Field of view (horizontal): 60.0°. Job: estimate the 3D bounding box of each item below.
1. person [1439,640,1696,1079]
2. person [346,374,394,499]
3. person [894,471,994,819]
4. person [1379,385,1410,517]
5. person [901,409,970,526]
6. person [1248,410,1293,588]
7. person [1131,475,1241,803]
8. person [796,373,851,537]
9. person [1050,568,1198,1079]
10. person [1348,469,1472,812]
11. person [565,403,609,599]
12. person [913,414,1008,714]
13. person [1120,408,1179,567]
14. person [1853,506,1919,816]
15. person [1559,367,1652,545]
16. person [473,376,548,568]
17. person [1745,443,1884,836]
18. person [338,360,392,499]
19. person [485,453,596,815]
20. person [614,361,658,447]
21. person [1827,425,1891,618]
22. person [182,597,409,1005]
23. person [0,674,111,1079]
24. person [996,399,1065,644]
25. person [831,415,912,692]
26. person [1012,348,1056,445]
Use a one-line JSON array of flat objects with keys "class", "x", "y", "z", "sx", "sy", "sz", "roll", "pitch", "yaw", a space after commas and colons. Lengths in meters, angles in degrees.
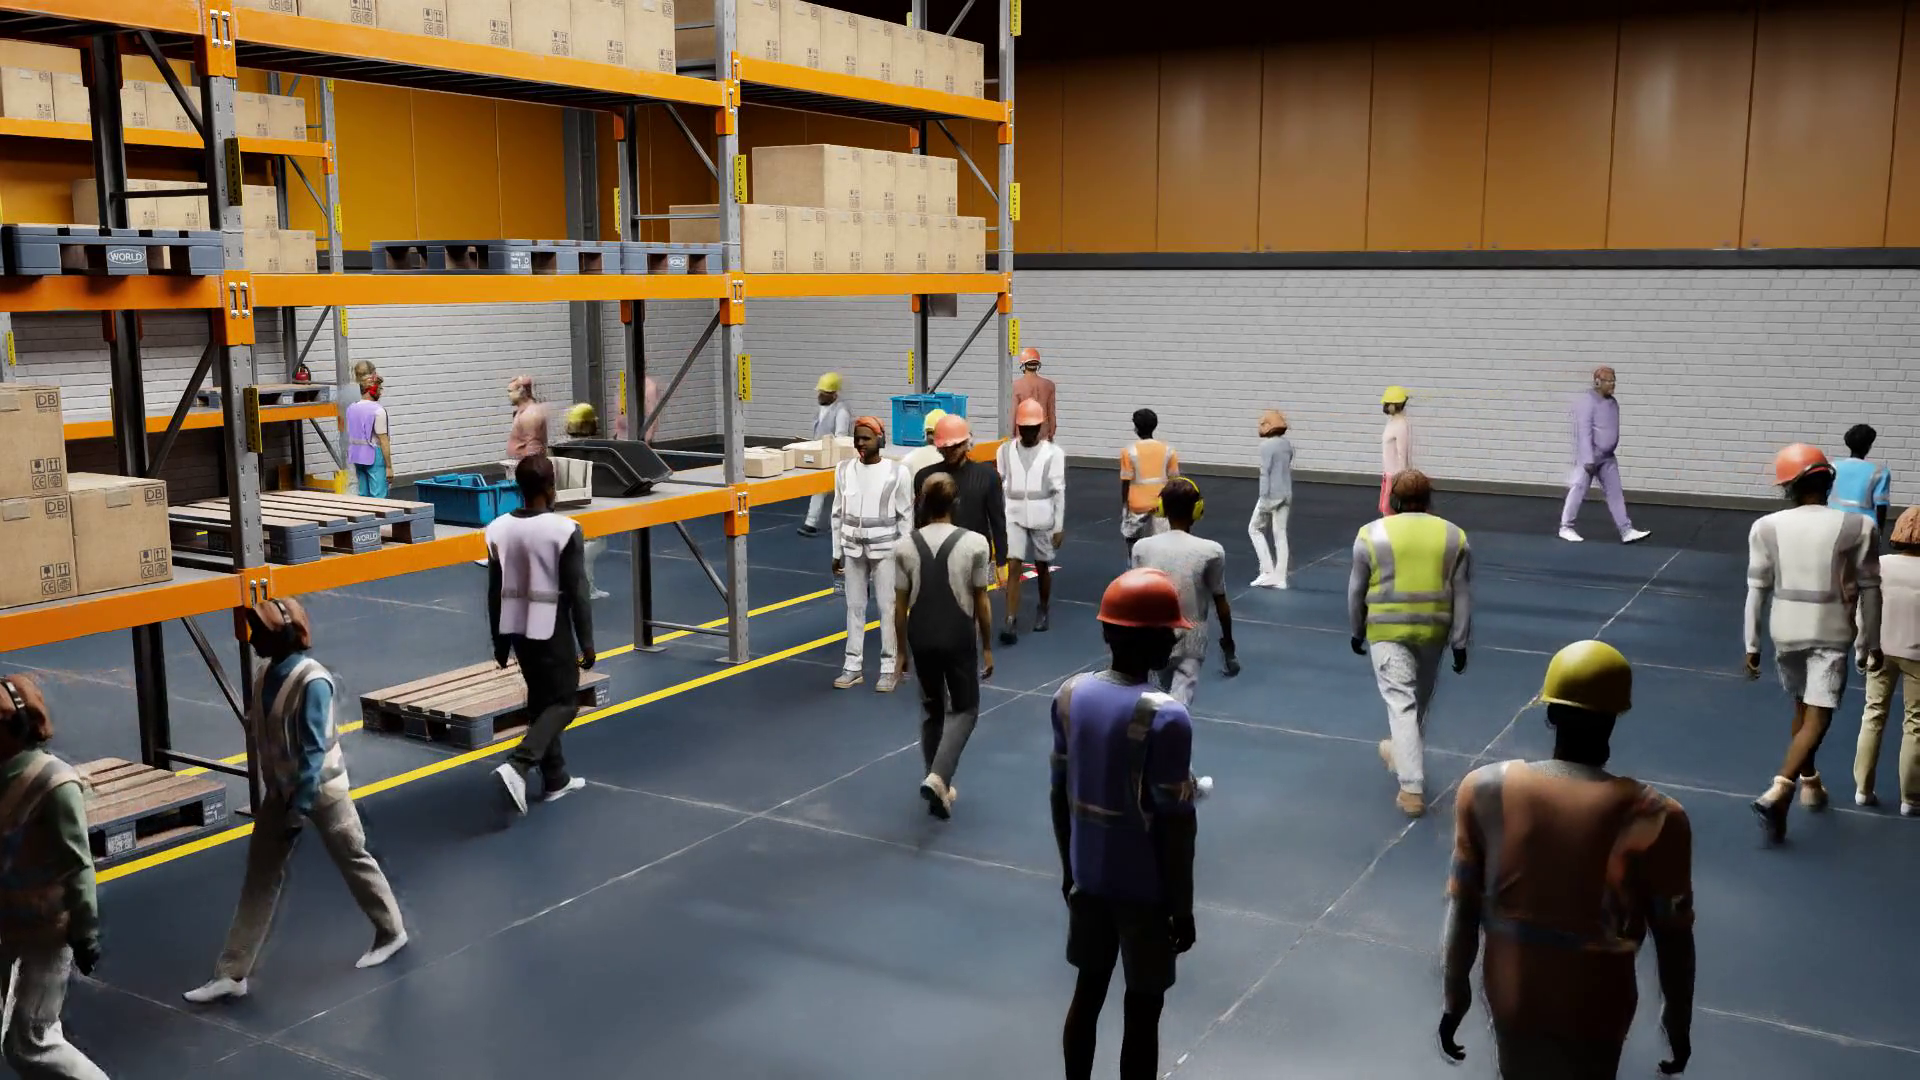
[{"class": "person", "x": 1.640, "y": 1.197, "z": 4.470, "sx": 0.613, "sy": 1.872, "sz": 0.996, "roll": 6, "pitch": 11, "yaw": 33}, {"class": "person", "x": -5.908, "y": -0.741, "z": 16.678, "sx": 0.563, "sy": 1.838, "sz": 0.389, "roll": 6, "pitch": 11, "yaw": 33}, {"class": "person", "x": -0.100, "y": 0.562, "z": 8.569, "sx": 0.524, "sy": 1.828, "sz": 0.582, "roll": 3, "pitch": 9, "yaw": 16}, {"class": "person", "x": 4.326, "y": -0.649, "z": 16.351, "sx": 0.578, "sy": 1.750, "sz": 0.538, "roll": 1, "pitch": 9, "yaw": 4}, {"class": "person", "x": -0.123, "y": -0.130, "z": 13.027, "sx": 0.597, "sy": 1.785, "sz": 0.923, "roll": 4, "pitch": 10, "yaw": 26}, {"class": "person", "x": 2.840, "y": -0.367, "z": 15.035, "sx": 0.526, "sy": 1.607, "sz": 0.398, "roll": -9, "pitch": 13, "yaw": -43}, {"class": "person", "x": 1.109, "y": 0.581, "z": 8.529, "sx": 0.506, "sy": 1.817, "sz": 1.018, "roll": 6, "pitch": 11, "yaw": 33}, {"class": "person", "x": -1.404, "y": -0.899, "z": 17.839, "sx": 0.861, "sy": 1.779, "sz": 0.614, "roll": -8, "pitch": 12, "yaw": -39}, {"class": "person", "x": 0.535, "y": 1.045, "z": 5.228, "sx": 0.373, "sy": 1.933, "sz": 0.550, "roll": -8, "pitch": 12, "yaw": -41}, {"class": "person", "x": 2.422, "y": 0.515, "z": 9.024, "sx": 0.615, "sy": 1.787, "sz": 0.988, "roll": 0, "pitch": 9, "yaw": -2}, {"class": "person", "x": -3.292, "y": -0.314, "z": 14.326, "sx": 0.503, "sy": 1.726, "sz": 0.504, "roll": -7, "pitch": 12, "yaw": -38}, {"class": "person", "x": 0.003, "y": 0.124, "z": 11.025, "sx": 0.634, "sy": 1.934, "sz": 1.010, "roll": 0, "pitch": 9, "yaw": 1}, {"class": "person", "x": 1.640, "y": -0.294, "z": 14.368, "sx": 0.562, "sy": 1.675, "sz": 0.453, "roll": -1, "pitch": 9, "yaw": -9}, {"class": "person", "x": 4.975, "y": 0.632, "z": 8.770, "sx": 0.277, "sy": 1.628, "sz": 0.500, "roll": -7, "pitch": 12, "yaw": -38}, {"class": "person", "x": 6.756, "y": -0.869, "z": 17.425, "sx": 0.659, "sy": 1.856, "sz": 0.954, "roll": -6, "pitch": 11, "yaw": -33}, {"class": "person", "x": -4.237, "y": -0.638, "z": 15.967, "sx": 0.959, "sy": 1.864, "sz": 0.666, "roll": -2, "pitch": 9, "yaw": -10}, {"class": "person", "x": 4.321, "y": 0.502, "z": 8.515, "sx": 1.017, "sy": 1.984, "sz": 0.620, "roll": -9, "pitch": 13, "yaw": -44}, {"class": "person", "x": -6.400, "y": -0.988, "z": 17.971, "sx": 0.632, "sy": 1.913, "sz": 0.631, "roll": 5, "pitch": 10, "yaw": 29}, {"class": "person", "x": -2.234, "y": 0.495, "z": 8.762, "sx": 0.600, "sy": 1.904, "sz": 0.720, "roll": 4, "pitch": 10, "yaw": 25}, {"class": "person", "x": -3.917, "y": -1.306, "z": 20.050, "sx": 0.660, "sy": 1.883, "sz": 0.455, "roll": 7, "pitch": 12, "yaw": 38}, {"class": "person", "x": 7.025, "y": -0.082, "z": 13.128, "sx": 0.539, "sy": 1.655, "sz": 0.819, "roll": 5, "pitch": 11, "yaw": 31}, {"class": "person", "x": -2.611, "y": 1.006, "z": 6.582, "sx": 0.510, "sy": 1.590, "sz": 0.910, "roll": 7, "pitch": 11, "yaw": 35}, {"class": "person", "x": -2.897, "y": 1.211, "z": 5.156, "sx": 0.519, "sy": 1.624, "sz": 0.364, "roll": 6, "pitch": 11, "yaw": 33}, {"class": "person", "x": 0.540, "y": -0.151, "z": 12.894, "sx": 0.553, "sy": 1.877, "sz": 1.021, "roll": 2, "pitch": 9, "yaw": 12}, {"class": "person", "x": -0.613, "y": 0.094, "z": 11.328, "sx": 0.573, "sy": 1.883, "sz": 0.356, "roll": 3, "pitch": 10, "yaw": 20}, {"class": "person", "x": 0.805, "y": -1.207, "z": 19.097, "sx": 0.623, "sy": 1.992, "sz": 0.397, "roll": -4, "pitch": 10, "yaw": -24}]
